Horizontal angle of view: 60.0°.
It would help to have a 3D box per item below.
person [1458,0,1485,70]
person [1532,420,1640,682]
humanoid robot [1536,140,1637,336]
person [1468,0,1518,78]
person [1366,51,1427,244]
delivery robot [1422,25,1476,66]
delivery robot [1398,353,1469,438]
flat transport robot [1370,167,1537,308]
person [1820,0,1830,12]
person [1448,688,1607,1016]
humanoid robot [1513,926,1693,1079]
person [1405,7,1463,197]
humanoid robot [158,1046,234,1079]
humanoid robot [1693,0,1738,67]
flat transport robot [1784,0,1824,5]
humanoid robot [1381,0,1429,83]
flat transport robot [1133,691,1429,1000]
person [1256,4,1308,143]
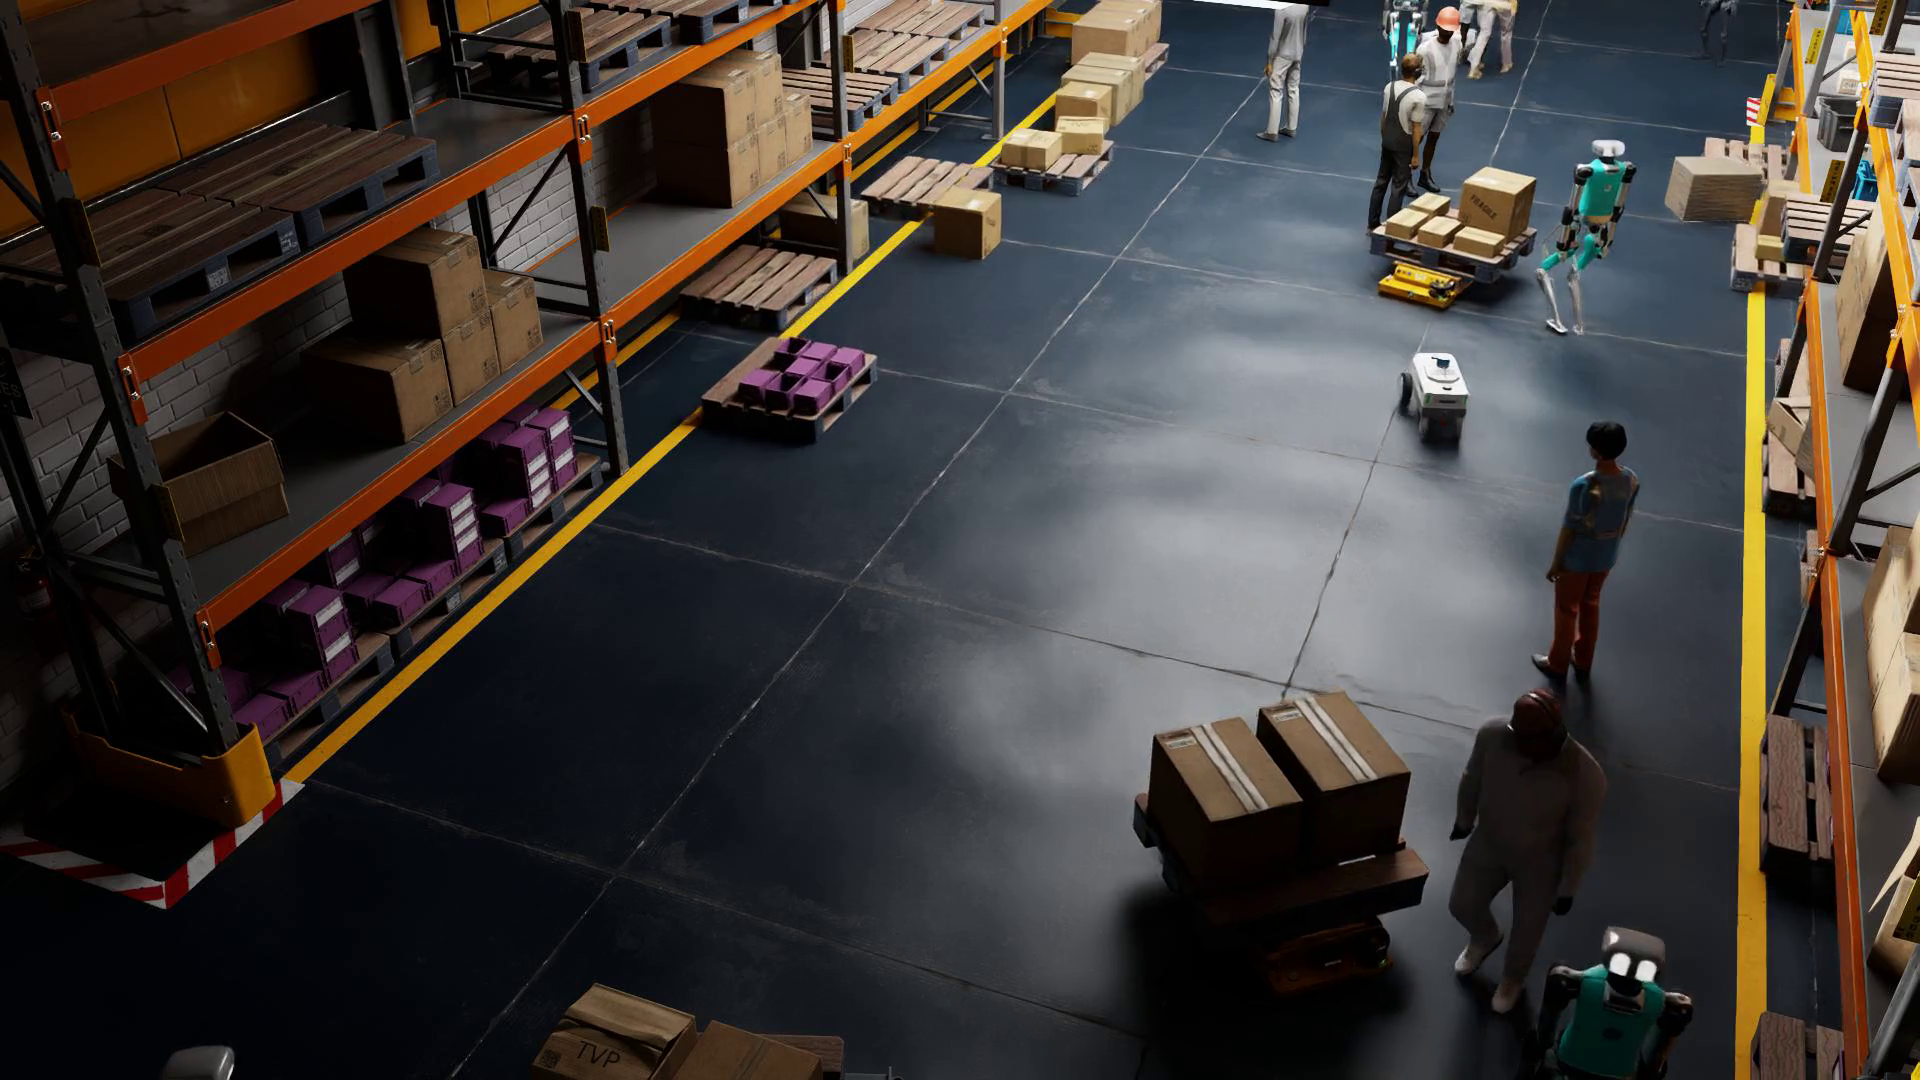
[{"bbox_3d":[6.449,-6.696,20.644,0.528,1.688,0.322,17,37,25],"label":"person"},{"bbox_3d":[3.797,0.082,10.102,0.503,1.754,0.360,-11,35,-17],"label":"person"},{"bbox_3d":[5.291,-2.633,14.276,0.531,1.752,0.663,-7,34,-11],"label":"humanoid robot"},{"bbox_3d":[6.626,-6.560,20.398,0.477,1.730,0.870,25,40,33],"label":"person"},{"bbox_3d":[4.212,-3.756,15.963,0.339,1.838,0.503,-18,37,-26],"label":"person"},{"bbox_3d":[6.197,-6.271,21.051,0.790,0.614,0.499,-20,38,-28],"label":"delivery robot"},{"bbox_3d":[3.783,-1.184,13.152,0.499,0.586,0.765,2,33,3],"label":"delivery robot"},{"bbox_3d":[4.534,-2.560,15.554,0.659,0.231,1.431,23,39,31],"label":"flat transport robot"},{"bbox_3d":[10.973,-6.782,20.616,0.538,1.865,0.379,-6,33,-9],"label":"person"},{"bbox_3d":[2.620,1.458,7.845,0.685,1.881,0.418,26,41,34],"label":"person"},{"bbox_3d":[2.563,2.183,6.890,0.548,1.828,0.681,9,34,13],"label":"humanoid robot"},{"bbox_3d":[4.843,-4.471,16.976,0.551,1.933,0.361,-15,36,-21],"label":"person"},{"bbox_3d":[-2.758,2.418,6.535,0.530,1.771,1.004,-7,34,-11],"label":"humanoid robot"},{"bbox_3d":[9.549,-6.795,20.809,0.391,1.628,0.593,-17,37,-24],"label":"humanoid robot"},{"bbox_3d":[12.233,-7.923,23.853,1.431,0.231,0.659,-25,40,-33],"label":"flat transport robot"},{"bbox_3d":[5.208,-5.928,19.512,0.539,1.852,0.839,4,33,6],"label":"humanoid robot"},{"bbox_3d":[1.652,1.791,8.819,0.659,0.231,1.431,-10,34,-15],"label":"flat transport robot"},{"bbox_3d":[3.605,-5.332,18.353,0.543,1.891,0.397,-21,38,-29],"label":"person"}]
